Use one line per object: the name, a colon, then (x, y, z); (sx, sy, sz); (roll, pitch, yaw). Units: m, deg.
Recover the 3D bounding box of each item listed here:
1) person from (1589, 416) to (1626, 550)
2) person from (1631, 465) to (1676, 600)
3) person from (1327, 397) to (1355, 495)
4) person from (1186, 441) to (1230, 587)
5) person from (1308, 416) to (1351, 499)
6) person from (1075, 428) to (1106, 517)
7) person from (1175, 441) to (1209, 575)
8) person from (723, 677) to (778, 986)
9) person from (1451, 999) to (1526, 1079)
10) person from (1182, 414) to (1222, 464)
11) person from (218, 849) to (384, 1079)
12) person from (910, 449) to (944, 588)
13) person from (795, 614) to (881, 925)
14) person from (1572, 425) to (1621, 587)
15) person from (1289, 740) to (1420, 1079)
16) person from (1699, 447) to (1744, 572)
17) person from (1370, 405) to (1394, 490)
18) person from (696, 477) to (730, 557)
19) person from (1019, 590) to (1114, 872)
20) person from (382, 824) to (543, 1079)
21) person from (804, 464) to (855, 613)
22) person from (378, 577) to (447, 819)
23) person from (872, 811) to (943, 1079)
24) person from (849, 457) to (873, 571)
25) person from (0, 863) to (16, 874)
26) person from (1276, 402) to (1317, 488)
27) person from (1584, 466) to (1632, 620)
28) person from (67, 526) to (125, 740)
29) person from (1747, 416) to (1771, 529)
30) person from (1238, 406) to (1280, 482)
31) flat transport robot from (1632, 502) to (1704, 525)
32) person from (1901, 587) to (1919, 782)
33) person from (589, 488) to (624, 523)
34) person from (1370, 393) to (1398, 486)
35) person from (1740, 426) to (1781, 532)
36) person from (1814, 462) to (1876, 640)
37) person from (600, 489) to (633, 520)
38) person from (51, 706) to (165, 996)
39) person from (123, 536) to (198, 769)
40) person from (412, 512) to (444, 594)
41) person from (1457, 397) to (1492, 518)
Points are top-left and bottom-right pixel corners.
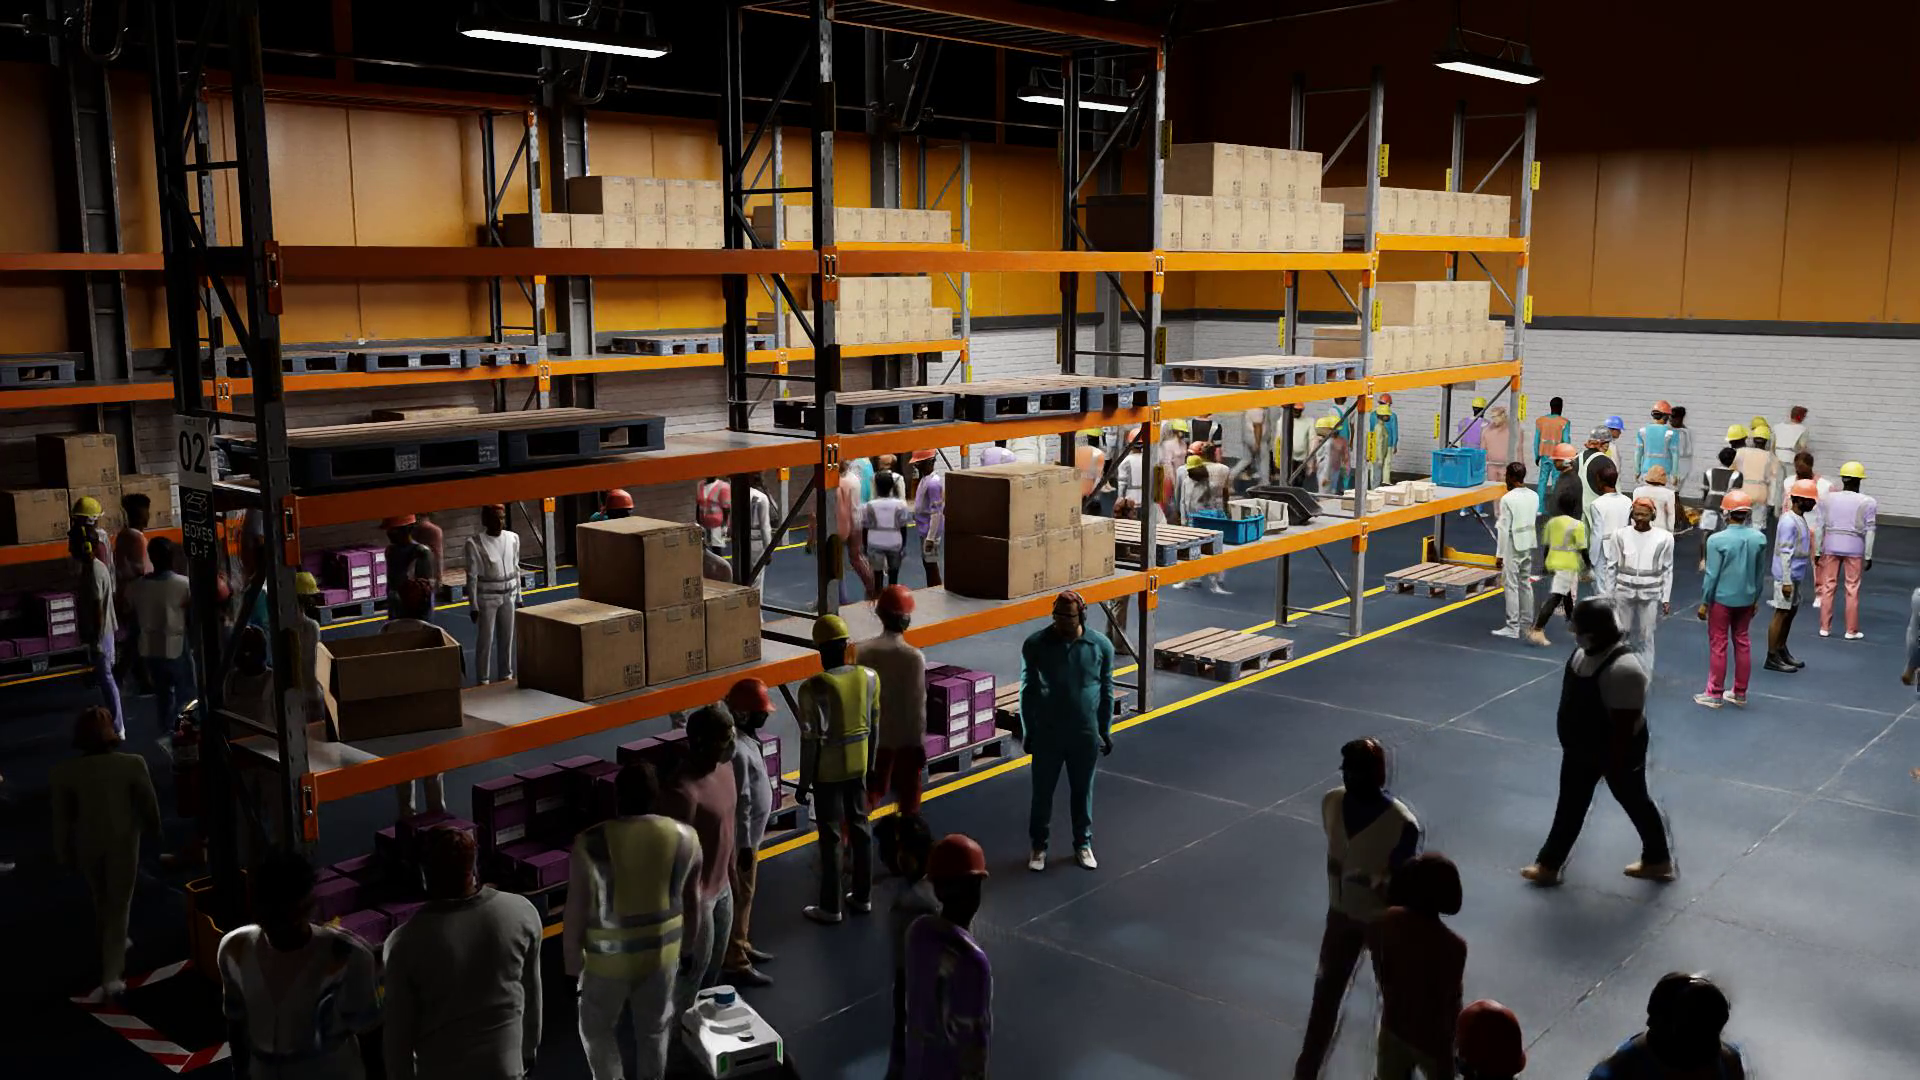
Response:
person: (8.967, -0.749, 23.056); (0.402, 1.940, 0.602); (1, 10, 3)
person: (8.352, -0.093, 20.053); (0.505, 1.633, 0.279); (8, 12, 39)
person: (6.623, -1.702, 29.033); (0.520, 1.843, 0.330); (-2, 10, -11)
person: (3.094, -0.314, 20.782); (0.571, 1.835, 0.381); (-2, 10, -10)
person: (5.682, -1.040, 25.437); (0.563, 1.704, 0.866); (-2, 10, -14)
person: (1.668, -0.646, 22.574); (0.595, 1.903, 0.805); (9, 13, 42)
person: (3.062, -0.414, 21.614); (0.573, 1.747, 0.335); (8, 12, 40)
person: (-1.195, 1.629, 9.424); (0.347, 1.746, 0.573); (-1, 10, -5)
person: (1.662, 2.309, 5.355); (0.560, 1.752, 0.326); (-1, 10, -7)
person: (3.670, -1.164, 25.281); (0.617, 2.030, 0.409); (3, 10, 15)
person: (-2.492, 2.054, 6.371); (0.629, 1.921, 0.645); (1, 10, 5)
person: (-0.379, -0.098, 18.886); (0.383, 2.036, 0.605); (-2, 10, -10)
person: (-0.763, 1.407, 10.255); (0.586, 1.917, 0.380); (-8, 12, -39)
person: (8.017, -0.435, 20.881); (0.537, 2.000, 0.683); (-3, 10, -15)
person: (1.937, 1.838, 8.042); (0.964, 1.790, 0.586); (-7, 12, -36)
person: (9.957, -0.394, 21.812); (0.541, 1.645, 0.855); (8, 13, 41)
person: (6.805, -1.306, 26.937); (0.392, 1.770, 0.554); (3, 10, 16)
person: (-3.050, -0.191, 20.465); (0.553, 1.682, 0.491); (6, 11, 31)
person: (0.716, 1.270, 11.117); (0.639, 1.904, 0.402); (0, 10, -3)
person: (-1.953, 2.042, 6.540); (0.641, 1.901, 0.401); (-7, 12, -37)
person: (-1.544, -0.053, 18.797); (0.813, 1.964, 0.642); (5, 11, 27)
person: (-3.779, 1.194, 11.629); (0.575, 1.882, 0.361); (4, 10, 24)
person: (-0.147, 2.006, 6.916); (0.629, 1.832, 0.645); (7, 12, 36)
person: (-1.288, -0.515, 21.943); (0.344, 1.847, 0.504); (3, 10, 15)
person: (-6.690, 1.442, 10.713); (0.511, 1.694, 0.876); (7, 12, 35)
person: (5.329, -1.294, 26.272); (0.619, 1.950, 0.971); (0, 10, 0)
person: (6.859, 0.176, 17.606); (0.591, 1.916, 0.383); (-6, 11, -33)
person: (-7.312, 0.798, 14.076); (0.328, 1.861, 0.501); (-6, 11, -32)
person: (12.098, -1.009, 25.235); (0.325, 1.736, 0.488); (8, 13, 41)
person: (5.570, -1.887, 30.719); (0.887, 1.649, 0.543); (5, 11, 26)
flat transport robot: (10.905, -0.440, 26.186); (1.431, 0.197, 0.652); (8, 12, 40)
person: (7.691, 0.976, 12.891); (0.769, 1.909, 0.345); (-1, 10, -5)
person: (-3.511, 0.363, 16.697); (0.375, 1.843, 0.574); (-9, 13, -43)
person: (7.484, -1.718, 29.404); (0.573, 1.747, 0.335); (8, 12, 40)
person: (10.544, -0.567, 22.142); (0.617, 1.895, 0.706); (6, 11, 30)
person: (9.541, 0.116, 17.947); (0.586, 1.921, 0.383); (9, 13, 42)
person: (-3.186, 0.485, 15.700); (0.362, 1.938, 0.545); (-3, 10, -17)
person: (-4.799, 1.718, 9.376); (0.513, 1.591, 0.843); (-2, 10, -11)
person: (-6.314, 0.921, 13.199); (0.603, 1.898, 0.610); (0, 10, -1)
person: (-5.481, 0.368, 17.044); (0.550, 1.720, 0.705); (6, 11, 30)
person: (8.208, -1.315, 26.482); (0.594, 1.923, 0.371); (8, 12, 40)
